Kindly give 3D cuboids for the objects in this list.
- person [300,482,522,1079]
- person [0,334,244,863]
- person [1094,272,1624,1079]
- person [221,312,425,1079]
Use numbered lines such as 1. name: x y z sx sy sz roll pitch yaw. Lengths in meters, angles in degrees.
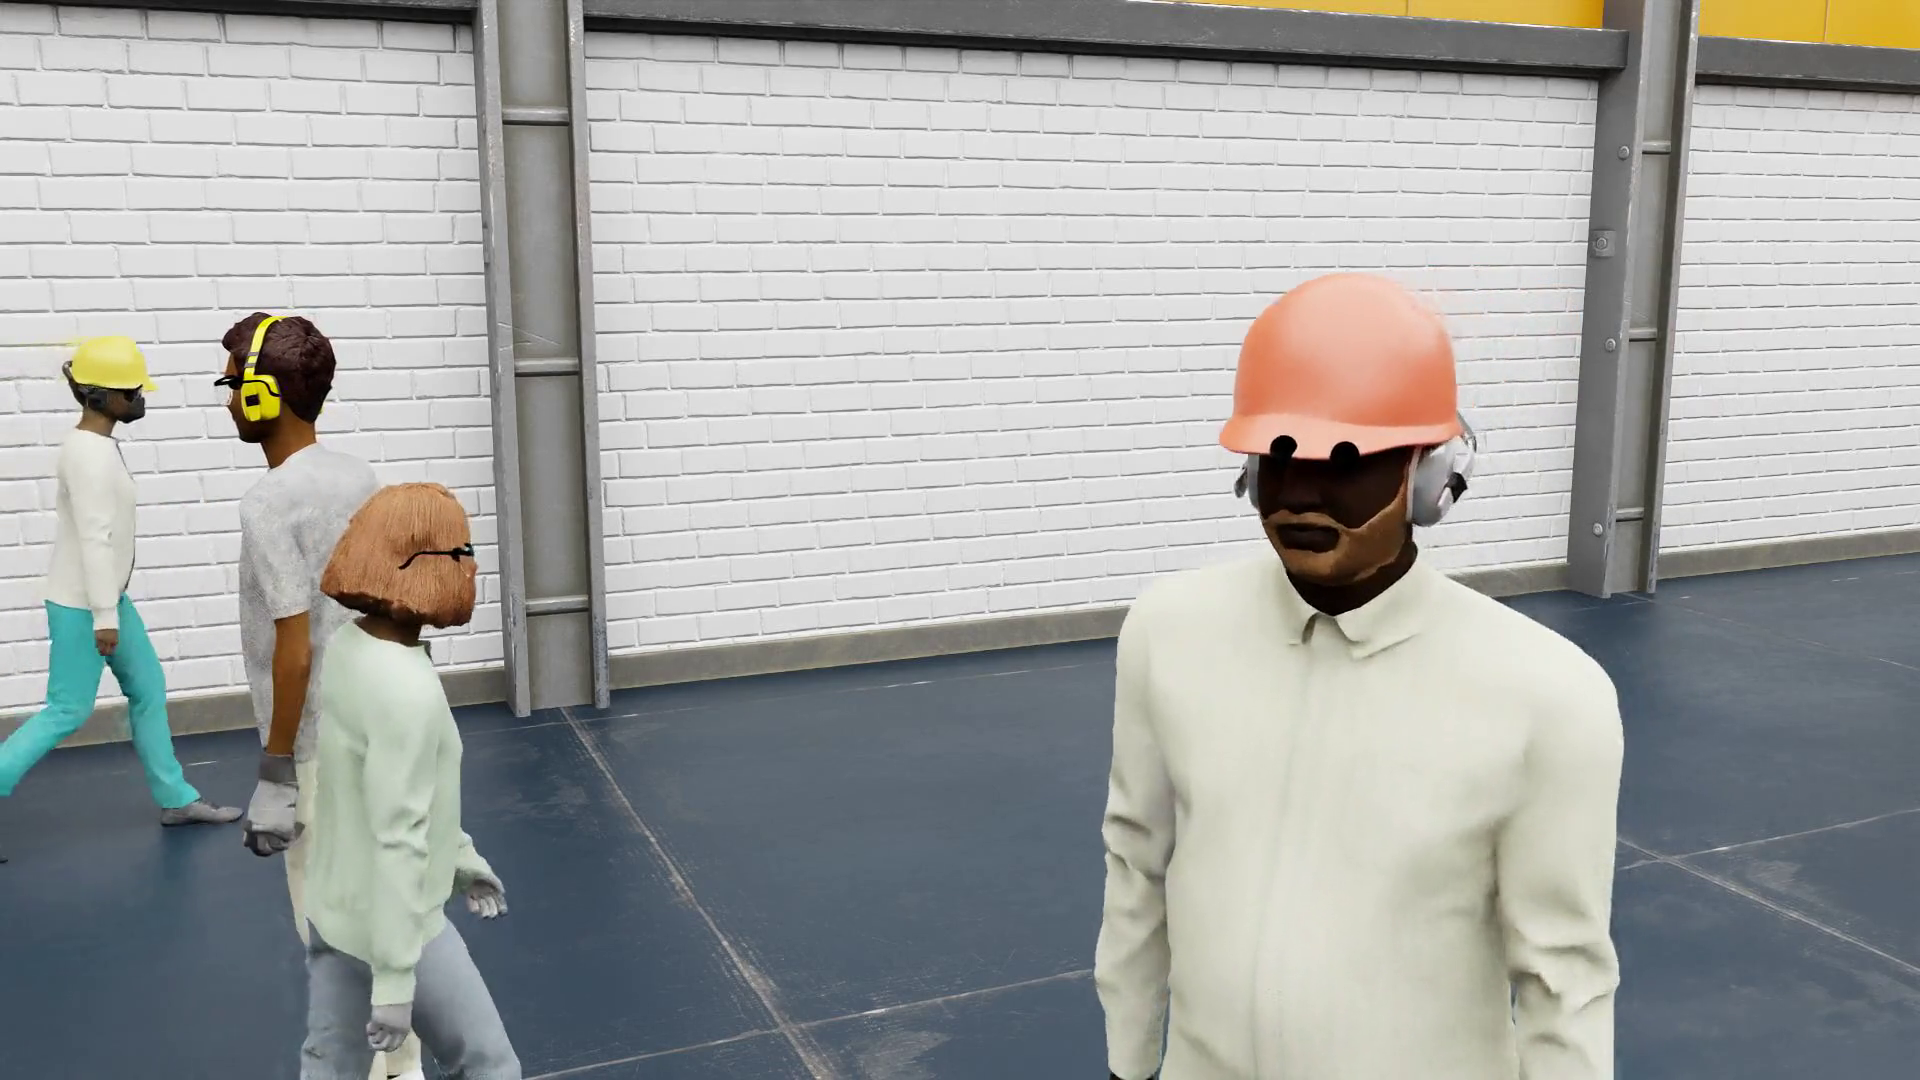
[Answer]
1. person: -0.940 0.686 3.035 0.814 1.587 0.490 -7 13 -35
2. person: -2.916 0.189 5.452 0.852 1.720 0.563 -5 11 -24
3. person: 0.395 0.699 1.903 0.643 1.979 0.518 6 12 32
4. person: -1.400 0.445 3.623 0.311 1.869 0.530 0 10 3
